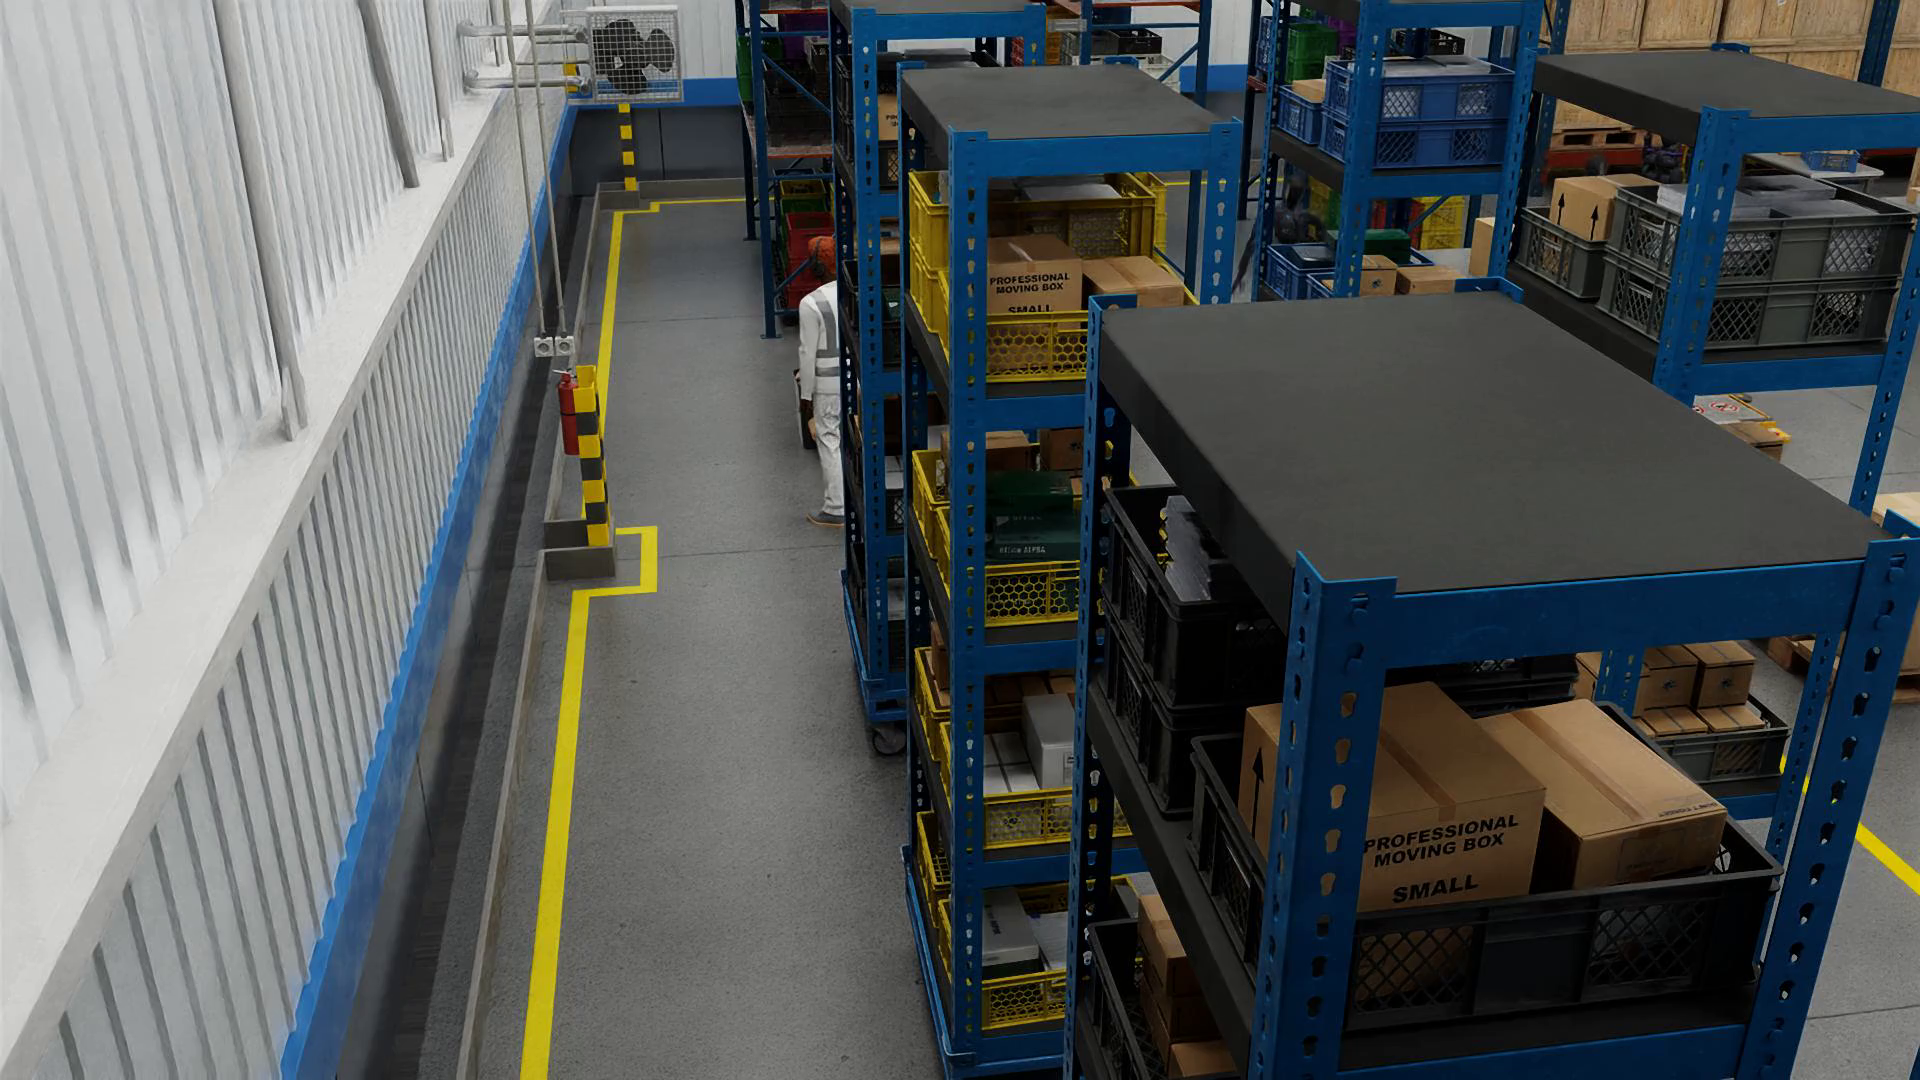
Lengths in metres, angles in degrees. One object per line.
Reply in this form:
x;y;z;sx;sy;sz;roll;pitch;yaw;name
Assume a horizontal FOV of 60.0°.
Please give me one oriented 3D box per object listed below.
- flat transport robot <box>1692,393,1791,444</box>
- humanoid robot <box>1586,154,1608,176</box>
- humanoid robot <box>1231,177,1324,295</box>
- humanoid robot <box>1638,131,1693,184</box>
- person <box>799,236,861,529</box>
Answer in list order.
5.224;-0.859;12.132;1.431;0.197;0.652;-4;25;-8;flat transport robot
5.215;-2.368;13.766;0.599;1.637;0.502;0;25;0;humanoid robot
2.523;-2.066;13.135;0.775;1.618;0.720;11;27;22;humanoid robot
7.091;-3.755;16.757;0.313;1.657;0.601;-16;29;-31;humanoid robot
-0.791;-1.002;10.560;0.355;1.875;0.574;17;30;33;person
